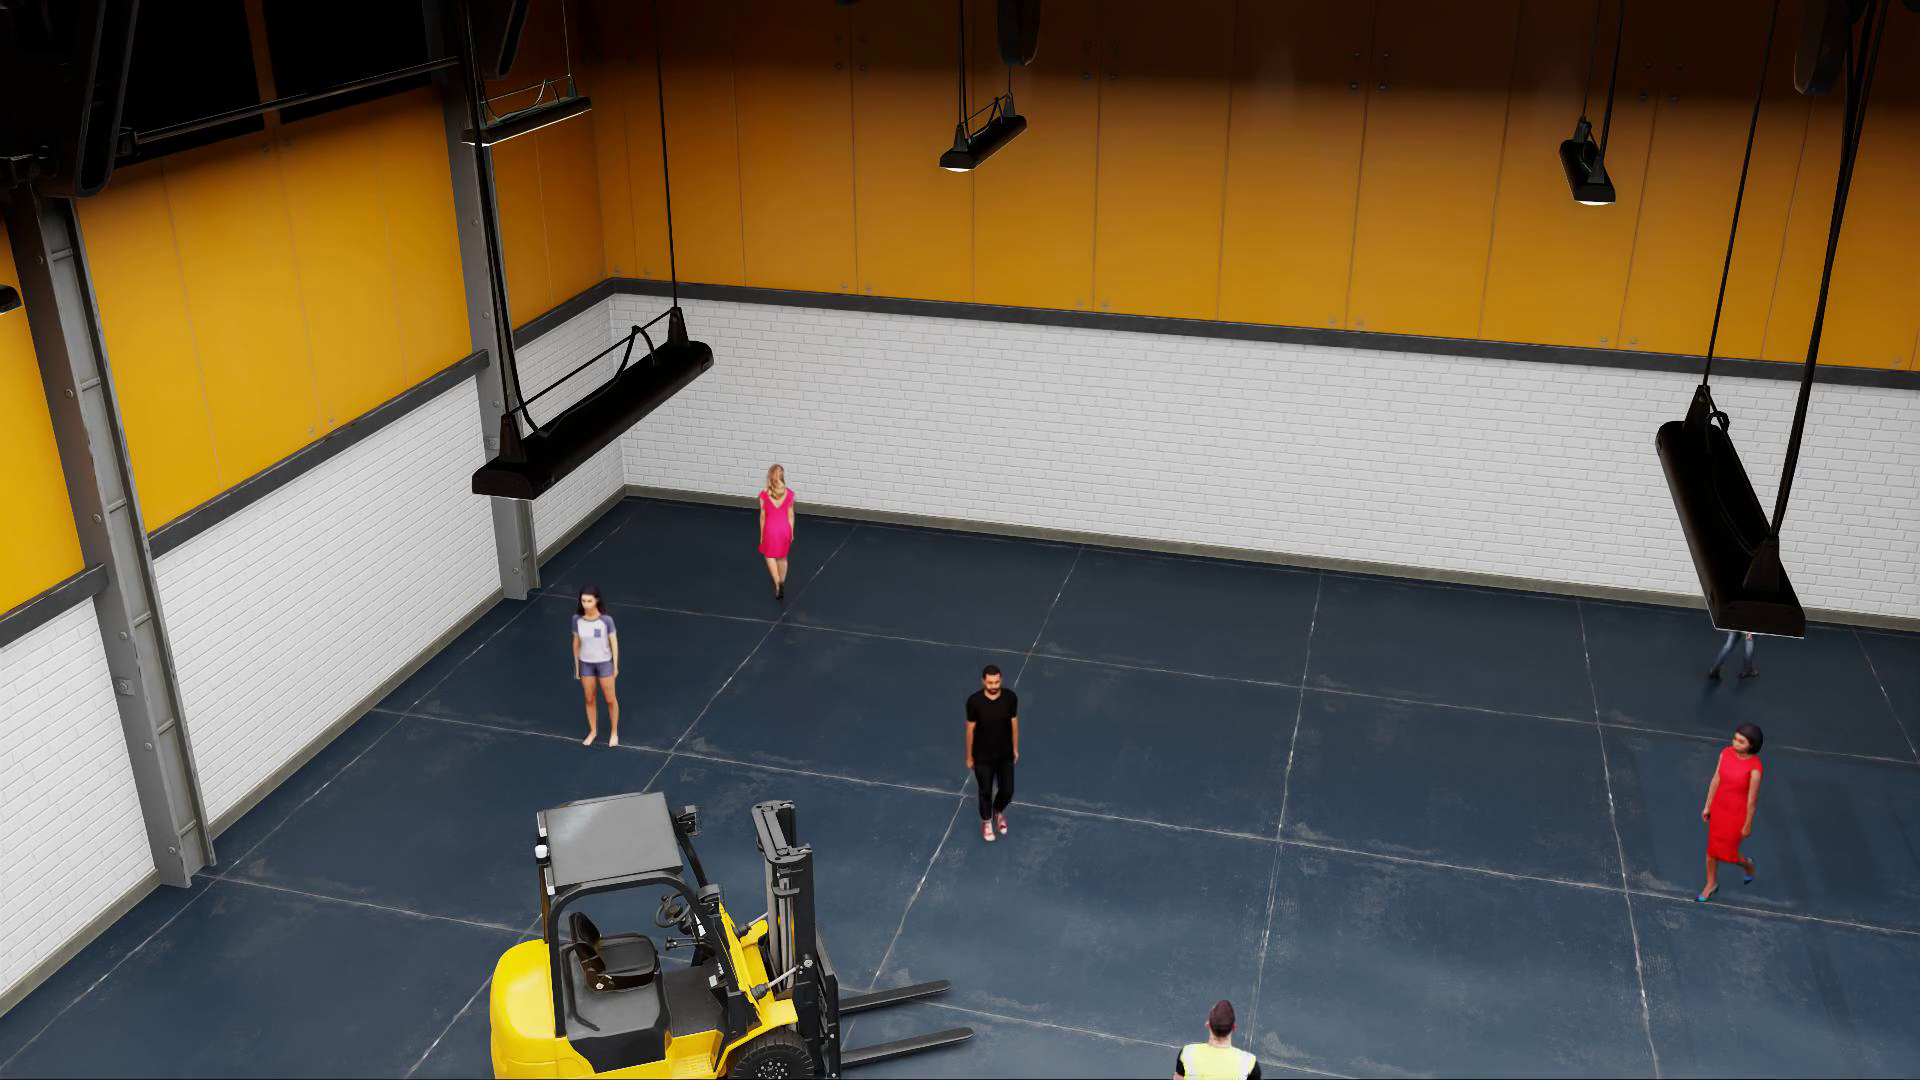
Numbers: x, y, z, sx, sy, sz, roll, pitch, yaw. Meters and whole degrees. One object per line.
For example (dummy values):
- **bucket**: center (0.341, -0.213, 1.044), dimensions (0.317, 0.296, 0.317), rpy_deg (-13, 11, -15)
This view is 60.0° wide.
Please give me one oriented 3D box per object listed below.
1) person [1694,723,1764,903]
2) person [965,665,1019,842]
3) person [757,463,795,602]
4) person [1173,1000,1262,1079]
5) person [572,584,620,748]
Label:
- **person**: center (6.555, 2.300, 14.020), dimensions (0.873, 1.727, 0.836), rpy_deg (-9, 25, -21)
- **person**: center (0.277, 1.867, 14.983), dimensions (0.759, 1.749, 0.775), rpy_deg (-5, 24, -12)
- **person**: center (-2.119, -0.041, 19.393), dimensions (0.796, 1.712, 0.881), rpy_deg (-7, 25, -16)
- **person**: center (1.624, 3.763, 10.543), dimensions (0.744, 1.832, 0.768), rpy_deg (5, 24, 11)
- **person**: center (-3.596, 1.226, 16.469), dimensions (0.619, 1.734, 0.562), rpy_deg (2, 24, 4)
